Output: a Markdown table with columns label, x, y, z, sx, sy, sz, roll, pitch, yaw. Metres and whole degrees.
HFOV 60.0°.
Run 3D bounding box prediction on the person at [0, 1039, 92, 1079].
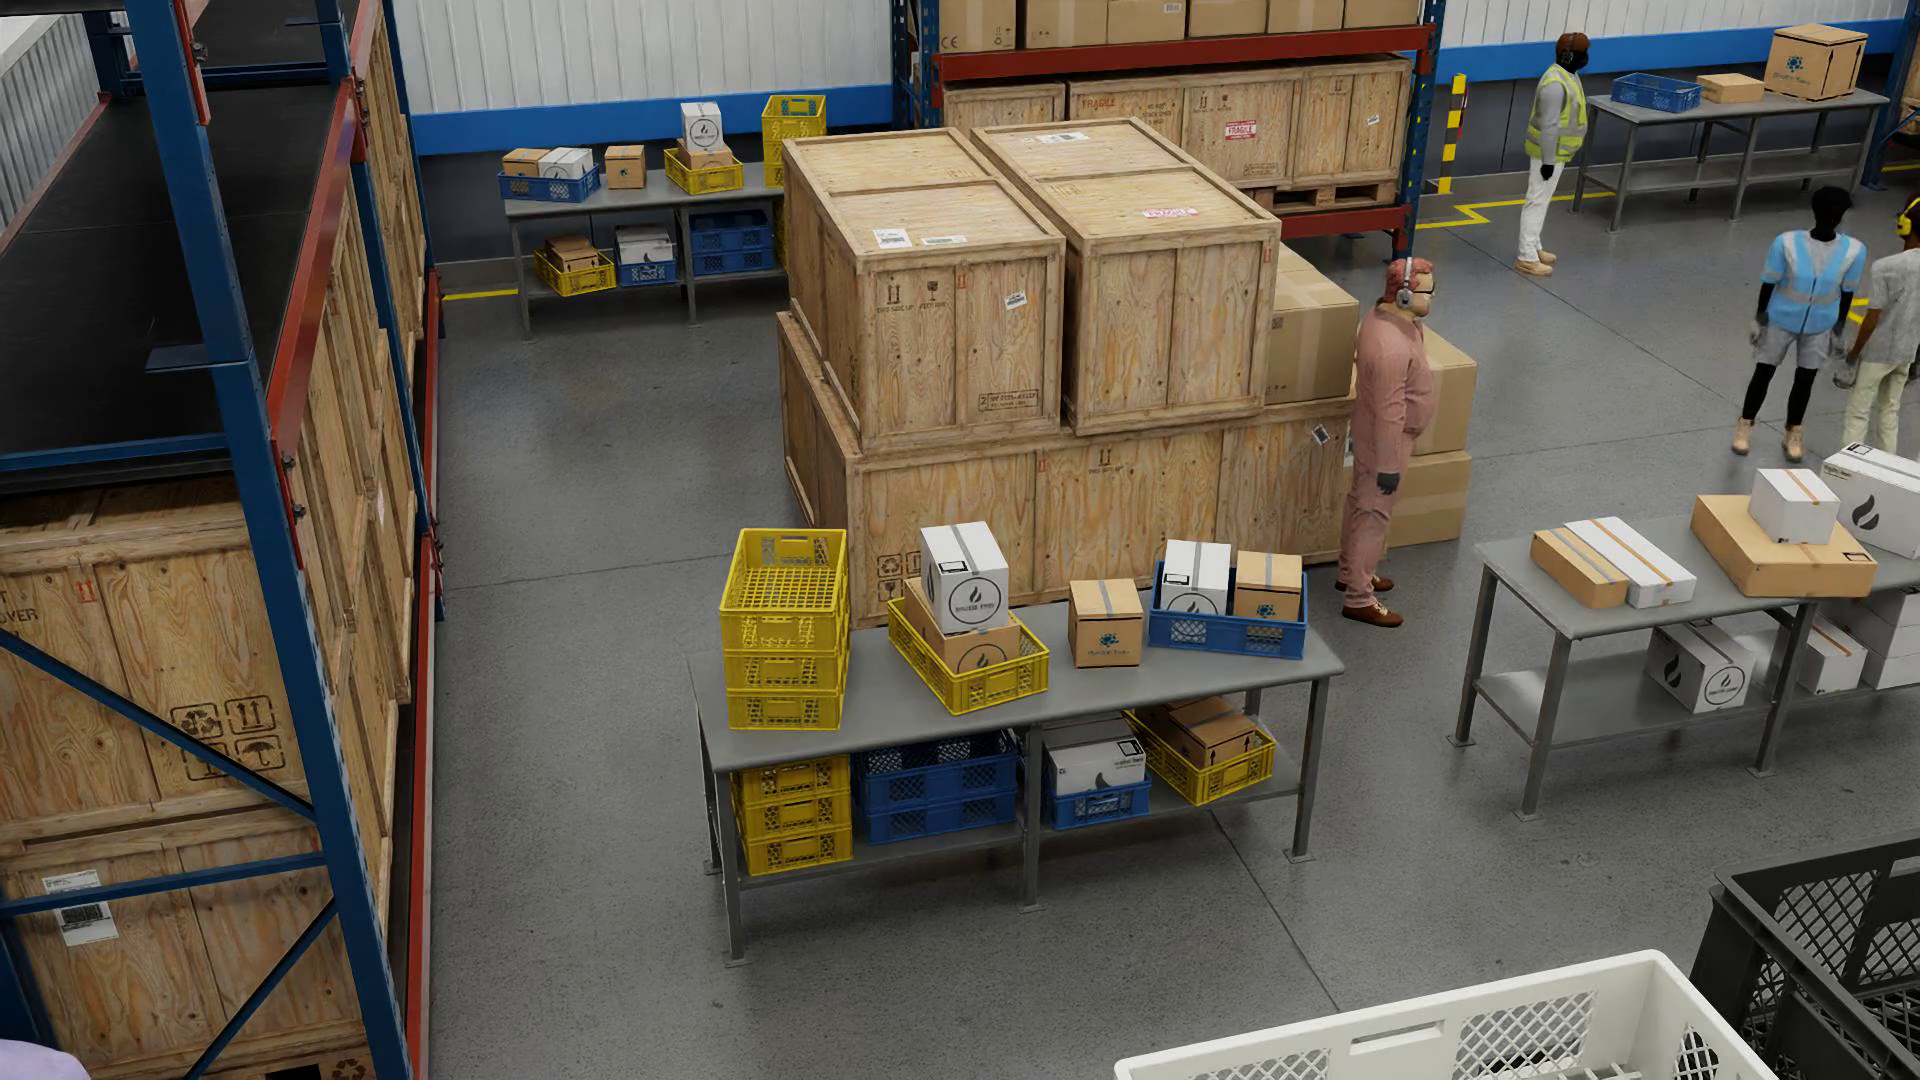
| label | x | y | z | sx | sy | sz | roll | pitch | yaw |
| --- | --- | --- | --- | --- | --- | --- | --- | --- | --- |
| person | -2.332 | 1.757 | 4.183 | 0.627 | 1.940 | 0.372 | -1 | 29 | -1 |

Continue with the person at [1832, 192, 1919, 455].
| label | x | y | z | sx | sy | sz | roll | pitch | yaw |
| --- | --- | --- | --- | --- | --- | --- | --- | --- | --- |
| person | 5.160 | -1.017 | 9.291 | 0.533 | 1.868 | 0.310 | -6 | 29 | -11 |

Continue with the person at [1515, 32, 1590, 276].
| label | x | y | z | sx | sy | sz | roll | pitch | yaw |
| --- | --- | --- | --- | --- | --- | --- | --- | --- | --- |
| person | 4.613 | -3.006 | 12.927 | 0.430 | 1.845 | 0.619 | 13 | 31 | 22 |

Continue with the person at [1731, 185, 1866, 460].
| label | x | y | z | sx | sy | sz | roll | pitch | yaw |
| --- | --- | --- | --- | --- | --- | --- | --- | --- | --- |
| person | 5.036 | -1.303 | 9.984 | 0.538 | 1.696 | 0.318 | 8 | 30 | 15 |

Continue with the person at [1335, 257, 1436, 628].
| label | x | y | z | sx | sy | sz | roll | pitch | yaw |
| --- | --- | --- | --- | --- | --- | --- | --- | --- | --- |
| person | 2.137 | -0.496 | 8.305 | 0.409 | 1.907 | 0.650 | 4 | 29 | 6 |
